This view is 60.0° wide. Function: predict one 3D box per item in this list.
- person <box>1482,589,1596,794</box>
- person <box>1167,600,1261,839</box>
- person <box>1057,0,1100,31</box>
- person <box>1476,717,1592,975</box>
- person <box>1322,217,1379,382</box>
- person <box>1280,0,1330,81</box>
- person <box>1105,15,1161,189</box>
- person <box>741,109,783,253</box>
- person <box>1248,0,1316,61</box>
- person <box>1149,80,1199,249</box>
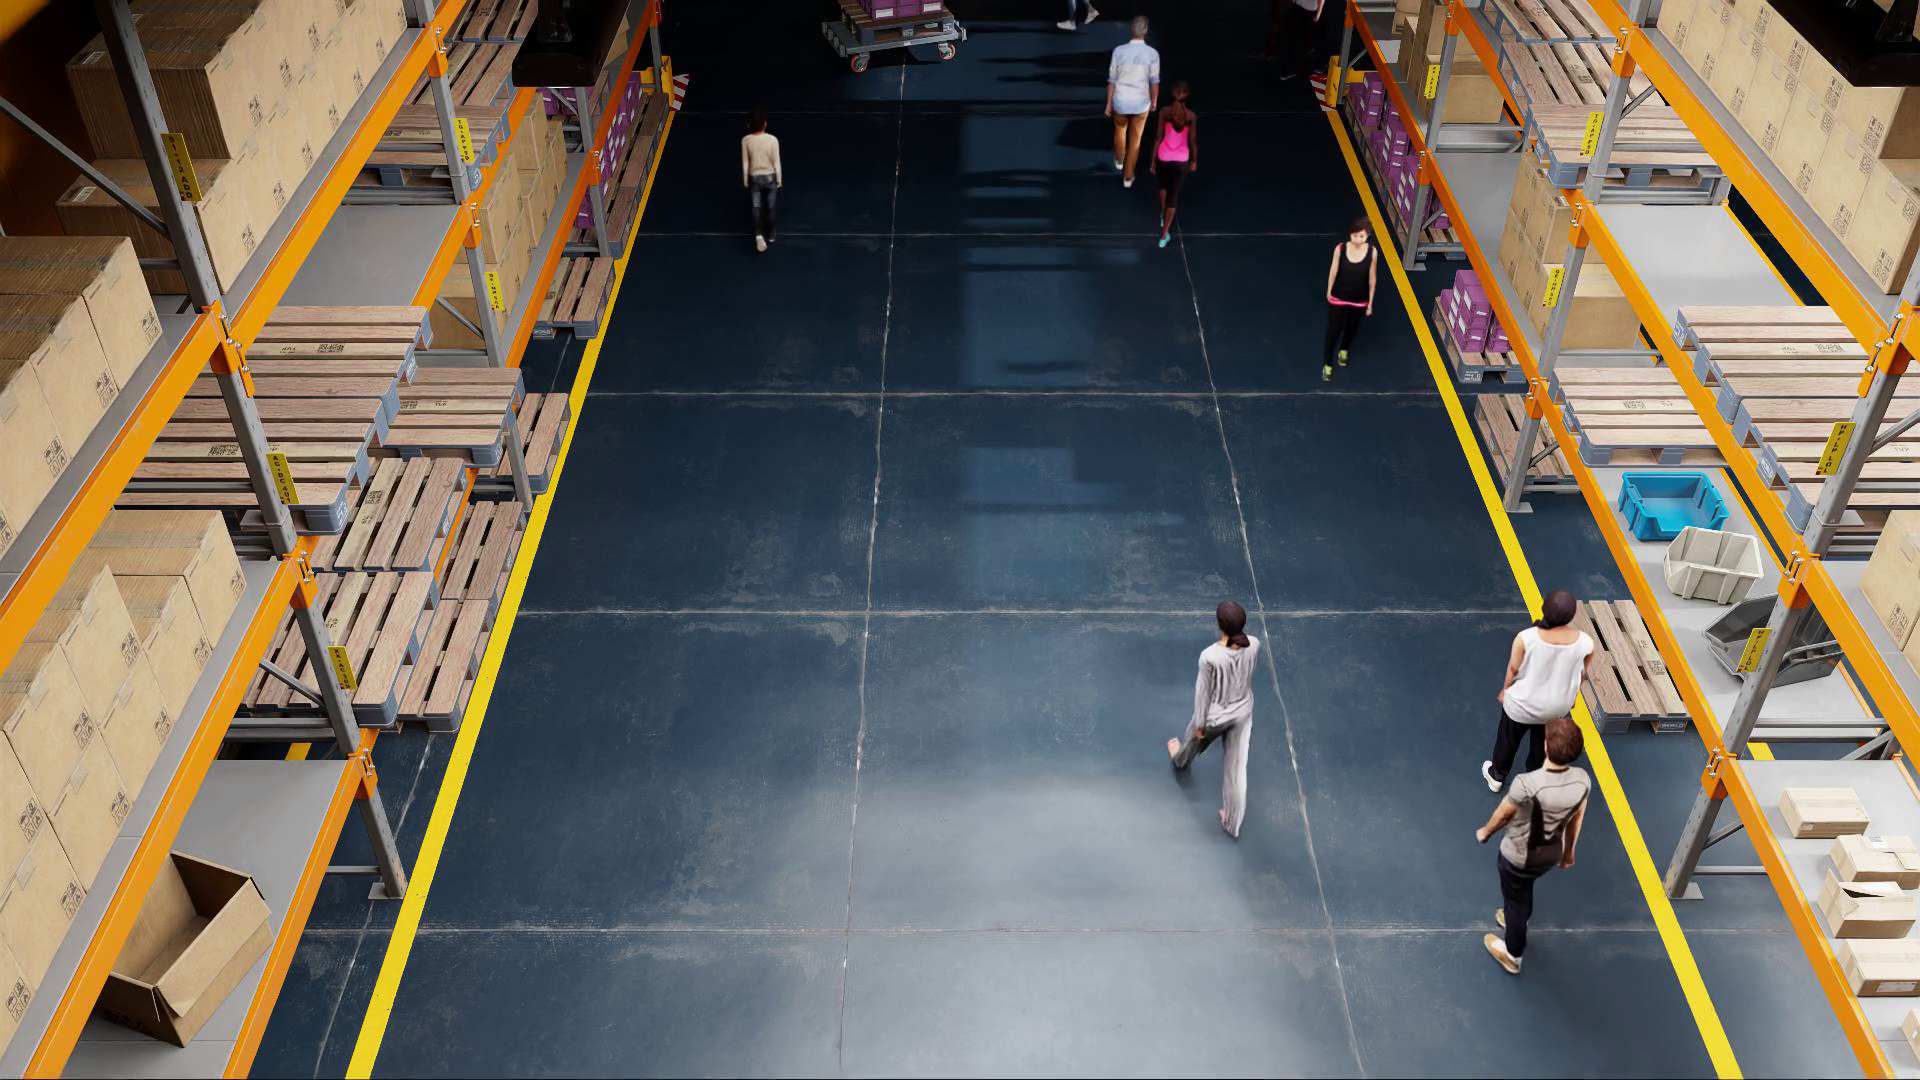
[{"bbox_3d":[3.740,0.979,10.777,0.679,1.687,0.640,5,39,6],"label":"person"},{"bbox_3d":[1.717,1.168,10.508,0.801,1.729,1.142,-9,40,-11],"label":"person"},{"bbox_3d":[1.542,-7.278,21.167,0.833,1.626,0.811,13,40,16],"label":"person"},{"bbox_3d":[3.328,1.844,9.550,0.734,1.868,0.789,-11,40,-13],"label":"person"},{"bbox_3d":[3.513,-2.251,14.946,0.597,1.533,0.834,3,39,3],"label":"person"},{"bbox_3d":[4.103,-6.368,19.880,1.083,1.809,1.063,-27,46,-30],"label":"person"},{"bbox_3d":[1.816,-4.627,17.706,0.822,1.801,0.977,7,39,9],"label":"person"},{"bbox_3d":[-1.982,-3.576,16.676,0.558,1.445,0.854,-2,39,-2],"label":"person"},{"bbox_3d":[4.130,-6.767,20.344,0.979,1.854,1.103,13,40,15],"label":"person"},{"bbox_3d":[2.108,-3.744,16.681,0.778,1.701,0.967,12,40,15],"label":"person"}]
